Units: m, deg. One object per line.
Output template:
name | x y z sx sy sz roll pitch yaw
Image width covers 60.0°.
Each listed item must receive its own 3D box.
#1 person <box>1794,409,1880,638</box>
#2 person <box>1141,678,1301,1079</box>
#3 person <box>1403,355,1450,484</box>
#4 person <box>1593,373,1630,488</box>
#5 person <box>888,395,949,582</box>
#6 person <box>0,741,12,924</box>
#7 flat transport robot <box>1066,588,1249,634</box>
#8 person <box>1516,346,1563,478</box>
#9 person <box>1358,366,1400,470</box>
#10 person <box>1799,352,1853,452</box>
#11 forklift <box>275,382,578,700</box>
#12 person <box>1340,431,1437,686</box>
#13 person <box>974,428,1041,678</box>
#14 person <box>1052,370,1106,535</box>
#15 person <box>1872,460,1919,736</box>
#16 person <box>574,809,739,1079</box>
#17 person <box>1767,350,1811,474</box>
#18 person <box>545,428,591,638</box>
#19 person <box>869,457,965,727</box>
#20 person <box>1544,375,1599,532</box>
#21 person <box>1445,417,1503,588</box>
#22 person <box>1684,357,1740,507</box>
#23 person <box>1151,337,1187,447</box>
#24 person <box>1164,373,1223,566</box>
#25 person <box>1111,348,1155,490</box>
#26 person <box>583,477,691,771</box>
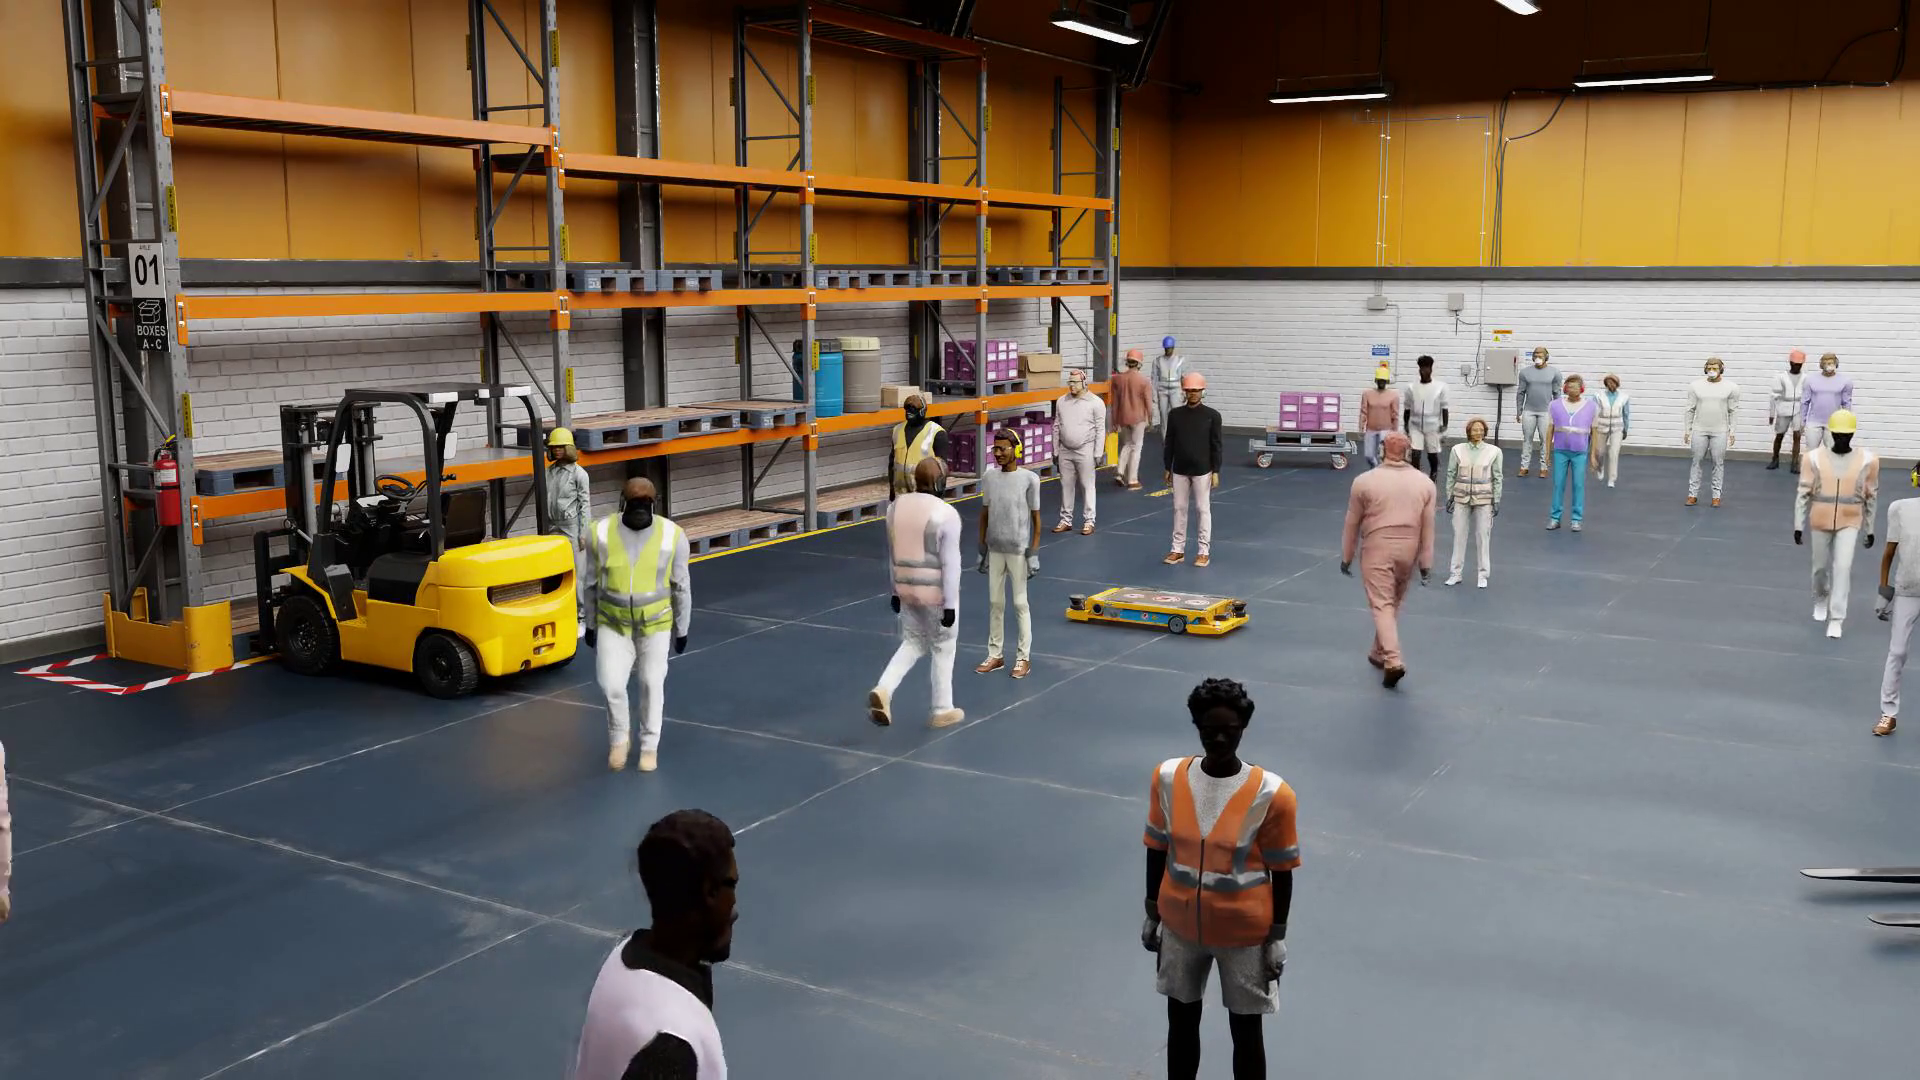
person | 7.397 -0.174 14.057 0.599 1.893 0.933 5 11 30
person | 0.846 1.284 5.522 0.541 1.698 0.315 5 10 29
person | 6.297 -1.544 22.445 0.623 1.935 0.750 4 10 24
person | 9.230 -1.577 23.635 0.515 1.611 0.693 3 10 19
person | -0.432 -0.479 16.099 0.636 1.841 0.429 5 10 29
person | -3.692 1.221 5.841 0.670 1.729 0.343 -3 10 -21
flat transport robot | 1.693 0.593 14.281 1.431 0.197 0.652 5 11 30
person | 8.531 -1.885 24.558 0.635 1.938 0.359 5 10 29
person | 5.778 -1.525 22.870 0.544 1.749 0.589 5 10 27
person | 11.780 -1.584 22.676 0.635 1.939 0.359 5 10 29
forklift | -3.974 -0.067 12.417 2.313 2.155 1.214 5 11 30
person | 3.191 0.126 12.337 0.652 1.868 1.006 -1 9 -6
person | 0.353 0.094 12.425 0.532 1.870 0.315 5 10 29
person | 1.347 -1.013 19.214 0.652 1.906 0.409 5 10 29
person | 6.208 0.367 10.721 0.532 1.870 0.309 5 10 29
person | -0.694 1.524 3.537 0.534 1.853 0.611 -3 10 -19
person | 12.587 -1.961 25.283 0.564 1.884 0.848 2 9 13
person | -3.280 -0.059 13.765 0.493 1.745 0.294 5 10 29
person | -0.261 0.363 10.888 0.626 1.820 0.692 8 12 40
person | 7.134 -1.003 19.430 0.588 1.831 0.418 5 10 28
person | 4.927 -0.361 15.966 0.523 1.642 0.306 5 10 29
person | 9.680 -1.390 21.464 0.635 1.938 0.359 5 10 29
person | 3.588 -2.540 28.710 0.648 1.915 0.814 2 9 11
person | 2.388 -0.727 17.147 0.622 1.995 0.378 5 10 29
person | 2.420 -1.672 23.130 0.619 1.980 0.431 8 12 39
person | -1.933 0.513 9.989 0.643 1.814 0.453 -1 9 -6
